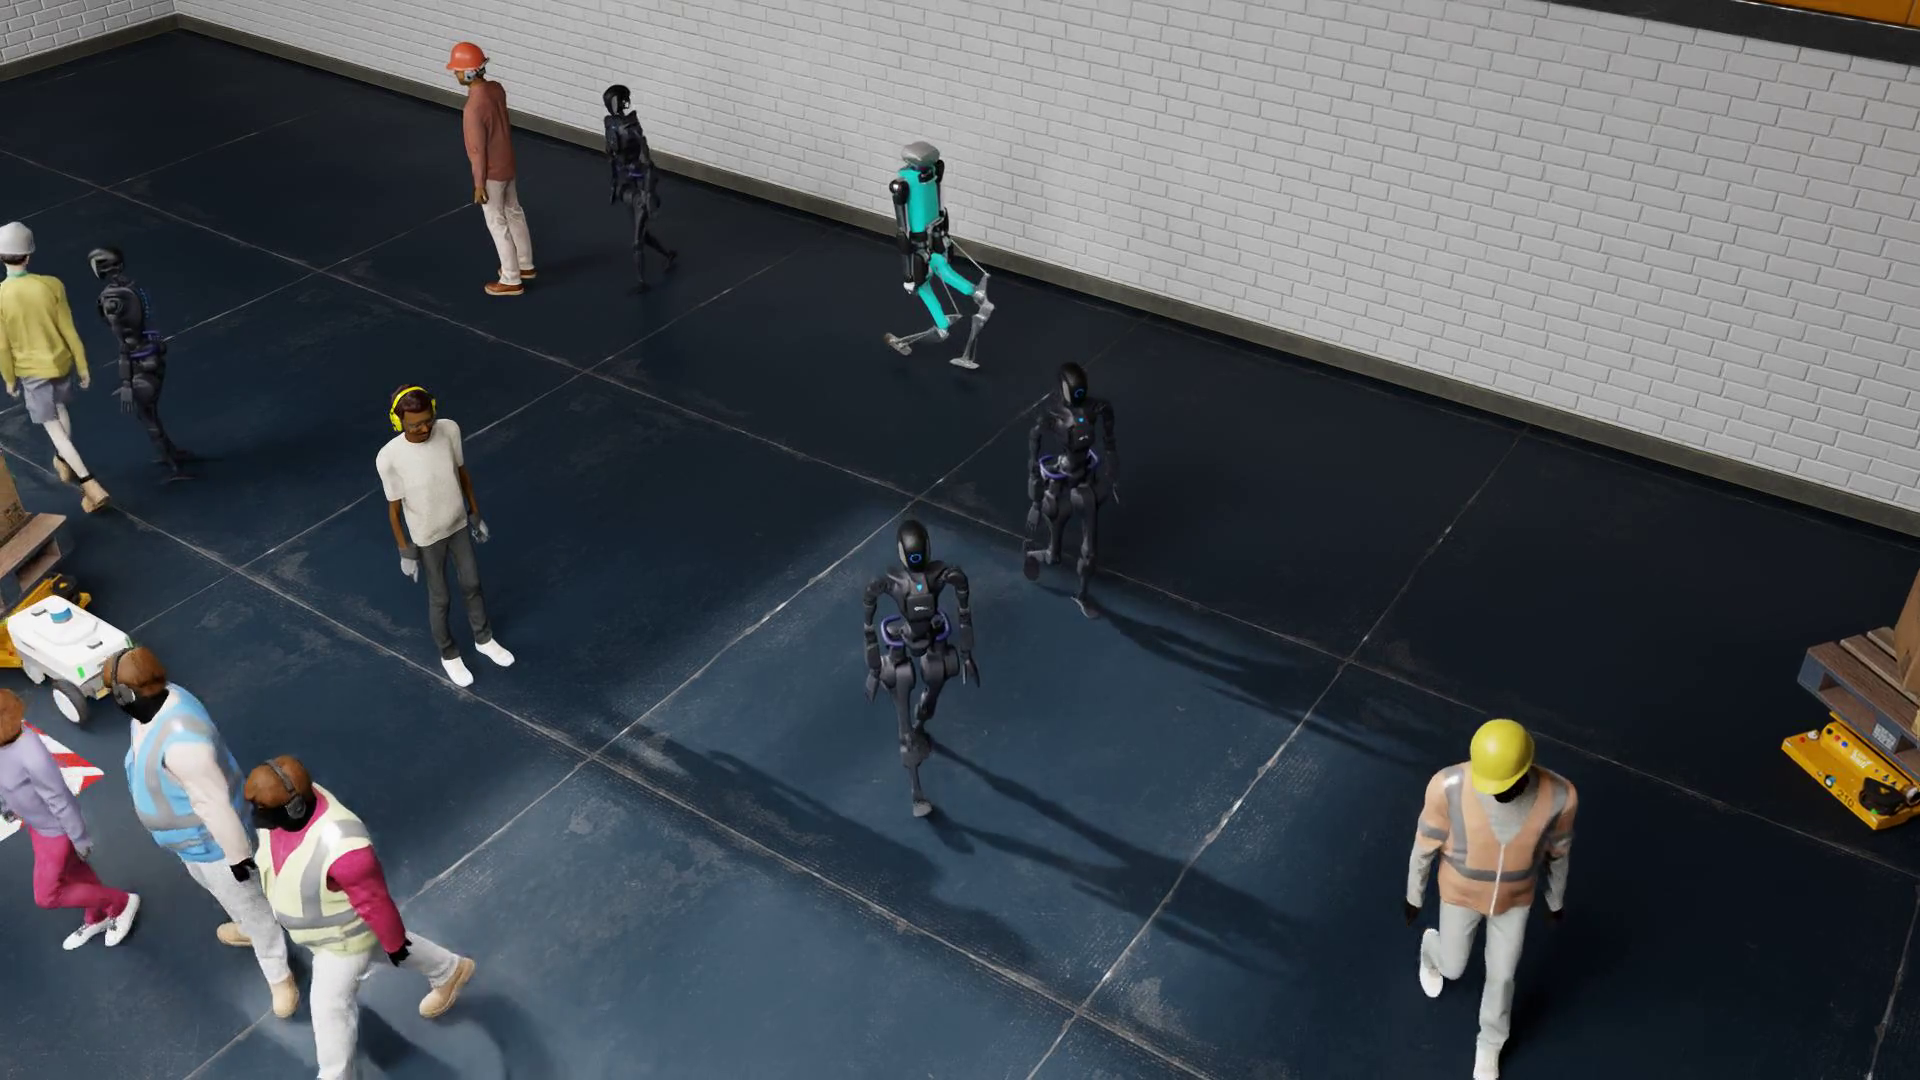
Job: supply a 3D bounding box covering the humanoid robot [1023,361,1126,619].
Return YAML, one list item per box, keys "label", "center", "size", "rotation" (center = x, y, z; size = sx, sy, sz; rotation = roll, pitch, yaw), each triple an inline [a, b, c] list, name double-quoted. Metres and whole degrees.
- label: "humanoid robot"
  center: [0.628, -0.336, 9.532]
  size: [0.614, 1.639, 0.571]
  rotation: [-16, 38, -21]

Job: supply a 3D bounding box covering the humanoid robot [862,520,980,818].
- label: "humanoid robot"
  center: [-0.187, 0.588, 8.230]
  size: [0.584, 1.629, 0.789]
  rotation: [-8, 36, -12]

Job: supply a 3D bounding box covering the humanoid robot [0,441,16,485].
- label: "humanoid robot"
  center: [-6.035, -0.679, 9.994]
  size: [0.739, 1.836, 0.534]
  rotation: [20, 40, 26]

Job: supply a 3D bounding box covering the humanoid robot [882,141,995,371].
- label: "humanoid robot"
  center: [-0.120, -1.932, 11.746]
  size: [1.029, 1.733, 0.550]
  rotation: [21, 40, 28]

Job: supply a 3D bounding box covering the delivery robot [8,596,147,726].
- label: "delivery robot"
  center: [-4.852, 0.620, 9.142]
  size: [0.813, 0.610, 0.499]
  rotation: [21, 40, 27]

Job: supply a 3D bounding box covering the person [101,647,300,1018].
- label: "person"
  center: [-3.227, 1.264, 7.128]
  size: [0.434, 1.808, 0.748]
  rotation: [-25, 42, -32]

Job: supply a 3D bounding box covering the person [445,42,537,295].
- label: "person"
  center: [-3.630, -2.867, 12.870]
  size: [0.402, 1.987, 0.618]
  rotation: [5, 35, 7]

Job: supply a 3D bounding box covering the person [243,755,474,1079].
- label: "person"
  center: [-2.483, 1.504, 6.783]
  size: [0.951, 1.799, 0.605]
  rotation: [-28, 44, -34]

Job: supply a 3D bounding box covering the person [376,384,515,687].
- label: "person"
  center: [-2.772, -0.026, 8.924]
  size: [0.349, 1.854, 0.521]
  rotation: [26, 43, 32]

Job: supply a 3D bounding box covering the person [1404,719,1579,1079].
- label: "person"
  center: [2.166, 1.400, 6.862]
  size: [0.656, 1.882, 0.662]
  rotation: [3, 35, 4]

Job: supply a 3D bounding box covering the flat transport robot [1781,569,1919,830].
- label: "flat transport robot"
  center: [5.129, 1.078, 8.723]
  size: [1.431, 0.231, 0.659]
  rotation: [-12, 37, -16]

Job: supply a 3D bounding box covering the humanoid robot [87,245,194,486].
- label: "humanoid robot"
  center: [-5.267, -1.090, 10.593]
  size: [0.394, 1.653, 0.609]
  rotation: [-7, 36, -10]

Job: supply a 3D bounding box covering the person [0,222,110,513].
- label: "person"
  center: [-5.726, -1.082, 10.442]
  size: [0.908, 1.837, 0.500]
  rotation: [30, 45, 35]

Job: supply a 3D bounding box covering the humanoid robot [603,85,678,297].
- label: "humanoid robot"
  center: [-2.521, -2.777, 13.042]
  size: [0.608, 1.624, 0.700]
  rotation: [29, 44, 35]

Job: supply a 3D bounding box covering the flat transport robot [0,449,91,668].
- label: "flat transport robot"
  center: [-5.914, 0.409, 9.679]
  size: [1.431, 0.231, 0.659]
  rotation: [6, 35, 8]

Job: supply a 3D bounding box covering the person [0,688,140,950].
- label: "person"
  center: [-4.039, 1.245, 7.299]
  size: [0.530, 1.619, 0.355]
  rotation: [27, 43, 33]
